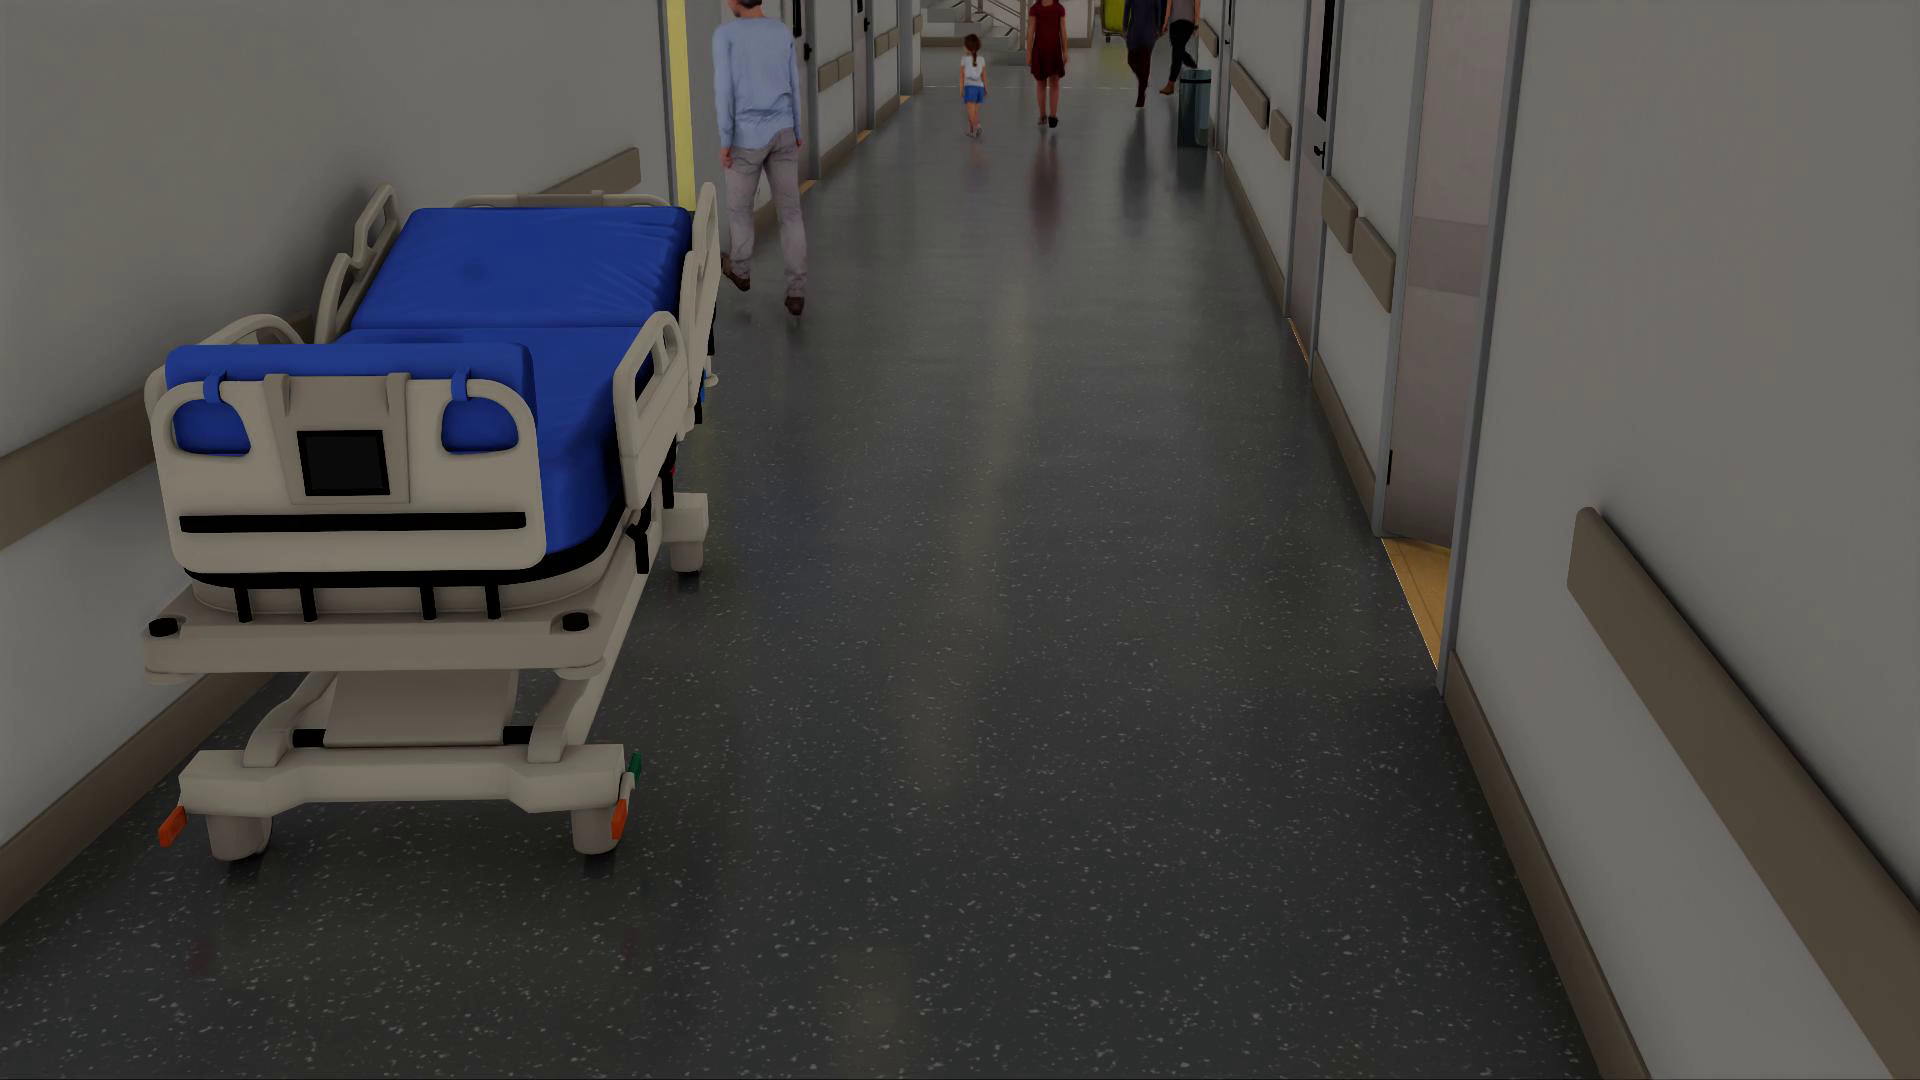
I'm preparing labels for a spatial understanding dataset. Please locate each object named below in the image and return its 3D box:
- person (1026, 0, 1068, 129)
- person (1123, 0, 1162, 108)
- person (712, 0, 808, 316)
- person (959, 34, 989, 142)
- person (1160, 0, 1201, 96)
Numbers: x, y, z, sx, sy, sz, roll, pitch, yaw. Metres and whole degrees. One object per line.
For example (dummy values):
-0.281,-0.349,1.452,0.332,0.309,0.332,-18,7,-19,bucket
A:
0.906,-5.037,17.219,0.964,1.507,0.619,2,21,4,person
2.109,-5.854,19.125,0.933,1.693,0.742,5,21,13,person
-1.051,-2.129,9.099,1.261,1.828,1.150,-8,22,-20,person
0.149,-4.451,16.394,0.710,1.004,0.694,-9,23,-23,person
2.790,-6.323,20.389,1.125,1.674,1.077,-15,25,-34,person
